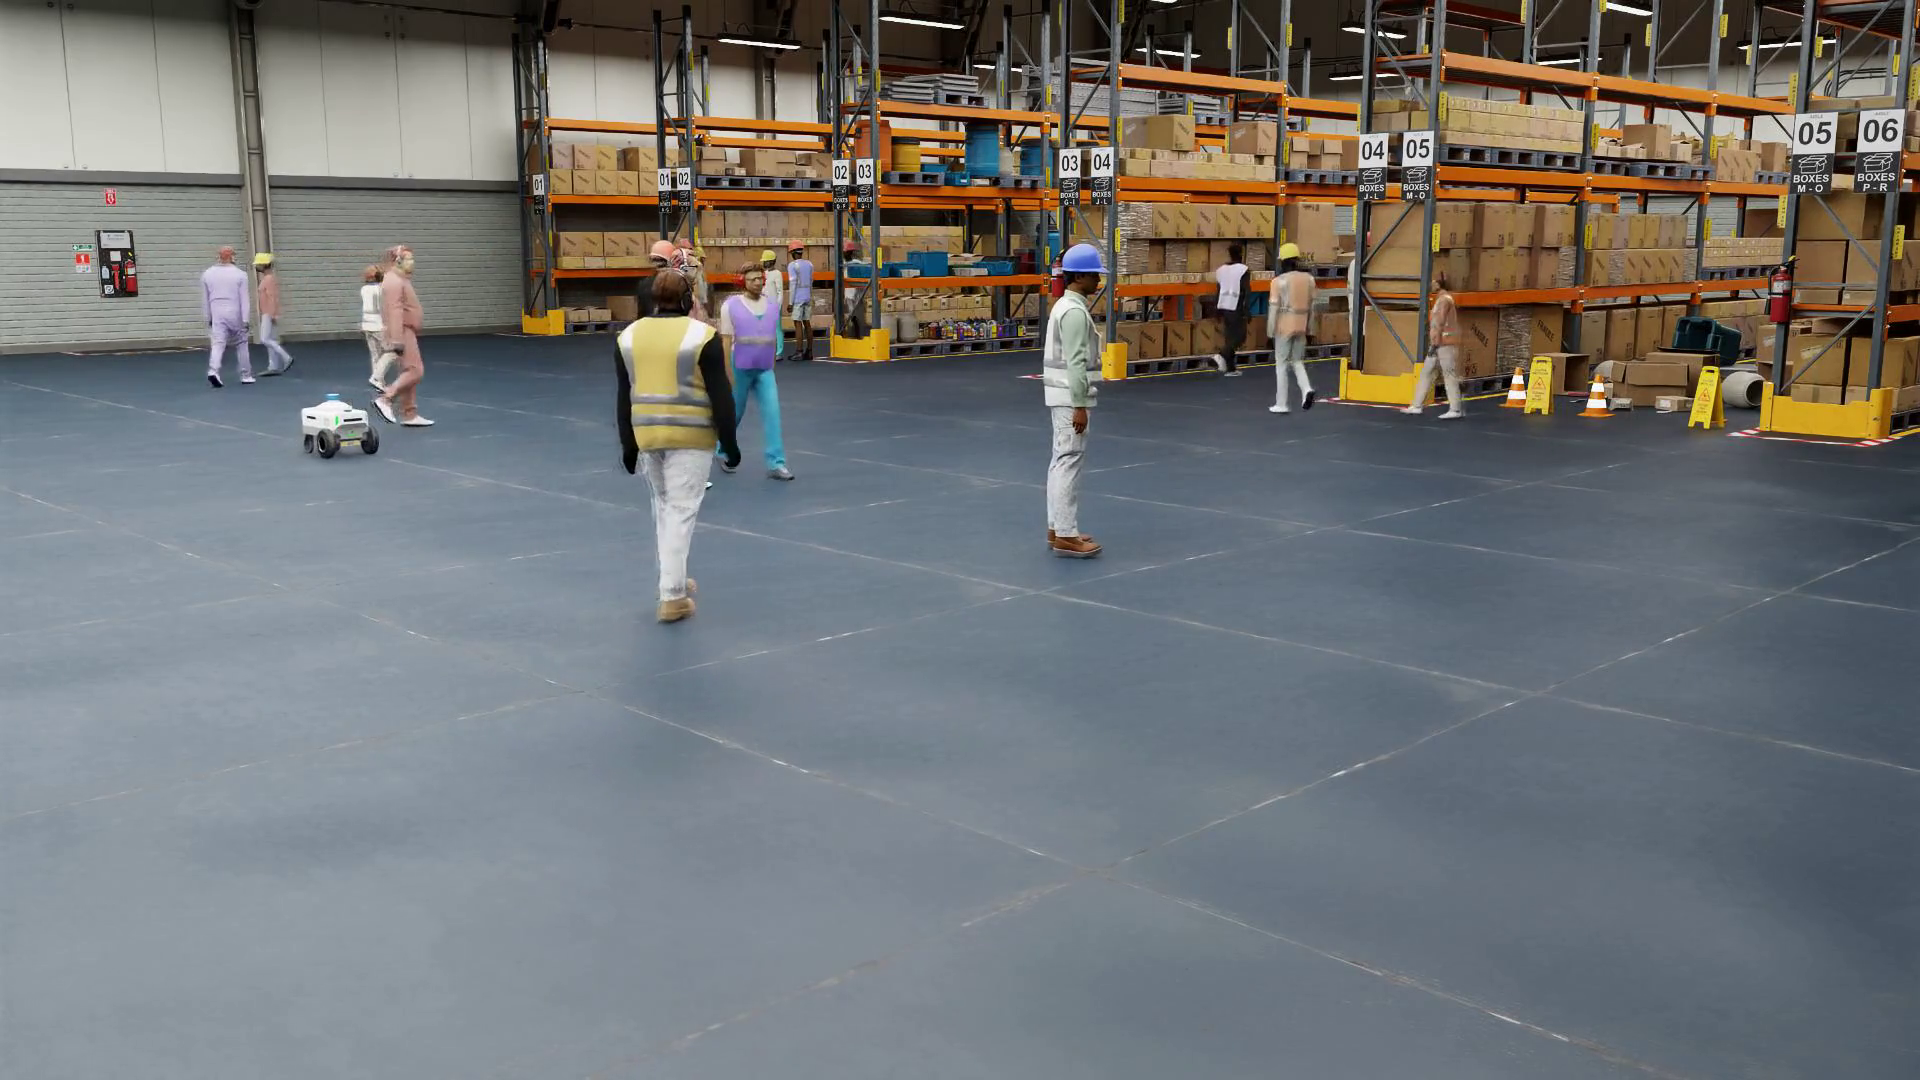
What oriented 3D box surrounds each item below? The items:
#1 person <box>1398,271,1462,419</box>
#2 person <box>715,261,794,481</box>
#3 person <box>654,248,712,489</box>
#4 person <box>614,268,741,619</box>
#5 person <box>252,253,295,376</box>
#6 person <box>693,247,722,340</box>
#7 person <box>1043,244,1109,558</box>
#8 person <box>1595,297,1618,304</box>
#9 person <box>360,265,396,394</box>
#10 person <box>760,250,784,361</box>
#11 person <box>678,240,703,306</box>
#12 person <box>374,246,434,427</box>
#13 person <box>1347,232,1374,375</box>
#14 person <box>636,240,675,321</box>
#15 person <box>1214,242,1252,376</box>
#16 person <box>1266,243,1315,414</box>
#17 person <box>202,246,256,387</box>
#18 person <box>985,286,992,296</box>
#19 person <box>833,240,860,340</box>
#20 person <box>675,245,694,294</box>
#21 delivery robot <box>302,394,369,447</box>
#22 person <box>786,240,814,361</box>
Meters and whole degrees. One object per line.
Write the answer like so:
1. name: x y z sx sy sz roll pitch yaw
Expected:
1. person: 5.171 -2.128 18.192 0.764 1.607 0.537 2 11 11
2. person: -1.769 -1.424 13.883 0.567 1.798 0.975 -8 13 -38
3. person: -2.187 -1.350 13.195 0.401 1.899 0.636 -4 11 -22
4. person: -1.464 -0.526 8.882 0.621 1.820 0.761 5 11 23
5. person: -9.874 -3.223 23.779 0.408 1.752 0.533 -5 12 -26
6. person: -4.545 -4.258 29.340 0.960 1.780 0.607 -3 11 -15
7. person: 0.728 -0.884 10.500 0.405 1.946 0.609 0 10 -3
8. person: 12.237 -4.717 31.432 0.355 1.936 0.633 -4 11 -21
9. person: -7.366 -2.661 21.056 0.540 1.631 0.415 7 13 34
10. person: -3.029 -3.754 26.665 0.329 1.762 0.523 -8 13 -39
11. person: -4.749 -4.272 29.057 0.573 1.915 0.434 -8 13 -36
12. person: -5.834 -2.119 17.375 0.485 1.891 0.667 -3 11 -14
13. person: 5.397 -3.082 22.224 0.381 2.041 0.616 -2 11 -11
14. person: -2.936 -1.969 16.395 0.621 1.963 0.969 6 12 31
15. person: 3.846 -3.272 23.654 0.571 1.900 0.606 -8 13 -36
16. person: 3.716 -2.360 18.632 0.614 1.913 0.532 -5 11 -25
17. person: -9.822 -2.995 22.266 0.649 1.867 0.972 0 10 -1
18. person: 0.804 -6.282 40.086 0.651 1.883 1.001 10 14 44
19. person: -1.966 -4.175 28.527 0.657 1.914 0.583 -10 14 -43
20. person: -3.843 -3.084 22.693 0.598 1.873 0.645 9 14 40
21. delivery robot: -5.782 -1.107 15.378 0.707 0.478 0.477 10 14 42
22. person: -2.594 -3.856 26.764 0.380 1.927 0.542 7 13 35
